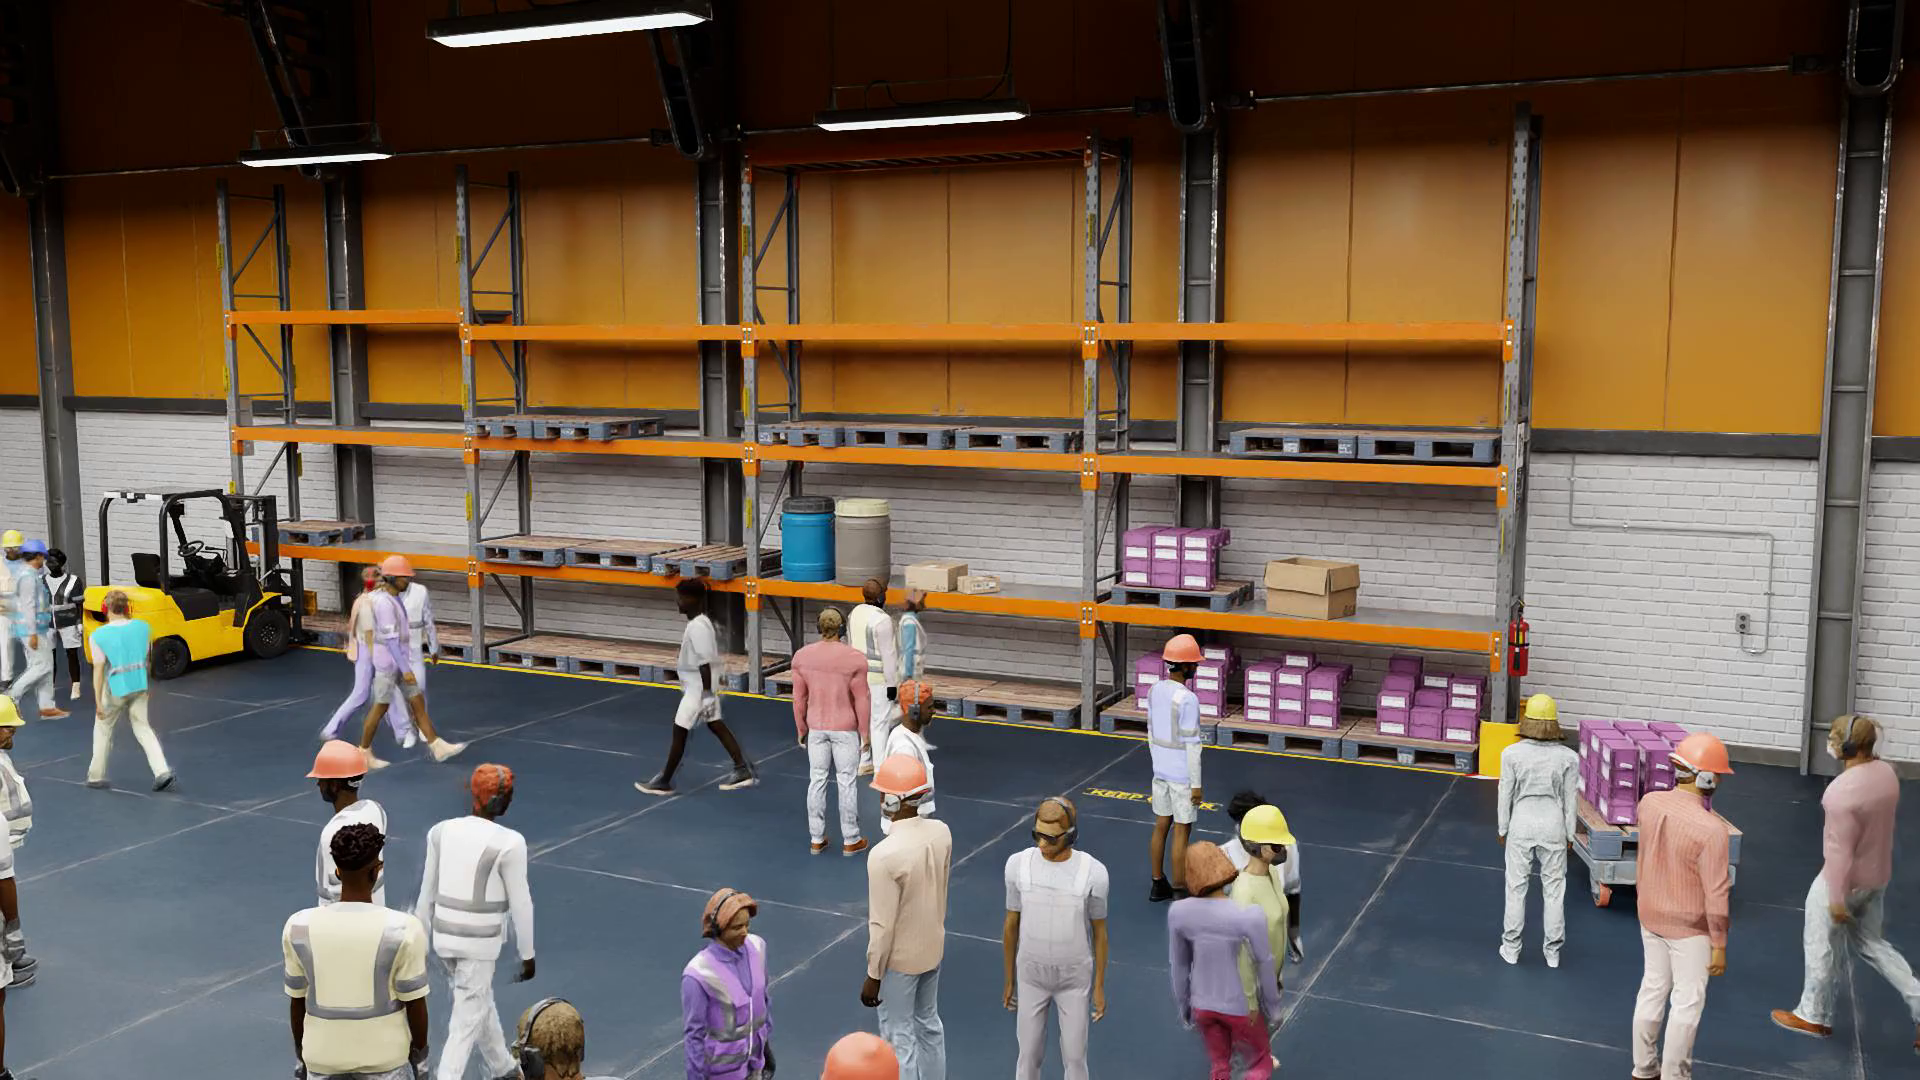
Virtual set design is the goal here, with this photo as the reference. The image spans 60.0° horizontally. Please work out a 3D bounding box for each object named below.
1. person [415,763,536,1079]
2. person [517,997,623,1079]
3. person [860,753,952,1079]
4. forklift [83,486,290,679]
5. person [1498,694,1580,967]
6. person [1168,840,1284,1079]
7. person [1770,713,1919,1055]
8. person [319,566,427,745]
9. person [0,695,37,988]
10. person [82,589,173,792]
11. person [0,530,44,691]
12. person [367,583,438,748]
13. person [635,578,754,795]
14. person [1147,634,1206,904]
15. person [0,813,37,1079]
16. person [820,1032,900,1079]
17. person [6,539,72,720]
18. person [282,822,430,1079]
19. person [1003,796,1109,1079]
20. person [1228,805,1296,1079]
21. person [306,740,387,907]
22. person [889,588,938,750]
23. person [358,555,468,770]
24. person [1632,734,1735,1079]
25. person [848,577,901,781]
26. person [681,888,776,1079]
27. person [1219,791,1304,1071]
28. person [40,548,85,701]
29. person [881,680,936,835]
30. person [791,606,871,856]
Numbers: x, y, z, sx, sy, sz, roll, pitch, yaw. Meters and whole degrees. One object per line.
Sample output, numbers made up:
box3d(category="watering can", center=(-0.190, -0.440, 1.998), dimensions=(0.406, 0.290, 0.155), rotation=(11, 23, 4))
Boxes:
box3d(category="person", center=(-2.450, 2.051, 8.439), dimensions=(0.609, 1.826, 0.985), rotation=(4, 8, 27))
box3d(category="person", center=(-1.249, 2.392, 5.264), dimensions=(0.373, 1.930, 0.637), rotation=(4, 8, 28))
box3d(category="person", center=(-0.268, 2.016, 8.088), dimensions=(0.376, 1.995, 0.612), rotation=(4, 8, 31))
box3d(category="forklift", center=(-9.426, 0.454, 20.179), dimensions=(1.214, 2.155, 2.313), rotation=(3, 8, 26))
box3d(category="person", center=(3.673, 1.840, 10.598), dimensions=(0.484, 1.738, 0.321), rotation=(2, 7, 14))
box3d(category="person", center=(1.268, 2.225, 7.959), dimensions=(0.542, 1.603, 0.337), rotation=(5, 8, 34))
box3d(category="person", center=(5.064, 1.916, 9.281), dimensions=(0.637, 1.913, 0.844), rotation=(-5, 8, -33))
box3d(category="person", center=(-5.745, 1.139, 16.130), dimensions=(0.950, 1.798, 0.577), rotation=(-1, 7, -10))
box3d(category="person", center=(-5.920, 1.846, 10.222), dimensions=(0.403, 1.820, 0.603), rotation=(-4, 8, -31))
box3d(category="person", center=(-7.341, 1.327, 14.615), dimensions=(0.934, 1.805, 0.579), rotation=(4, 8, 31))
box3d(category="person", center=(-10.709, 0.792, 18.878), dimensions=(0.600, 1.829, 0.404), rotation=(-3, 8, -24))
box3d(category="person", center=(-5.421, 1.089, 16.176), dimensions=(0.639, 1.885, 0.466), rotation=(-2, 7, -14))
box3d(category="person", center=(-2.299, 1.275, 14.537), dimensions=(1.033, 1.914, 0.613), rotation=(-1, 7, -6))
box3d(category="person", center=(1.531, 1.616, 11.628), dimensions=(0.359, 1.938, 0.547), rotation=(-4, 8, -27))
box3d(category="person", center=(-5.112, 1.970, 8.580), dimensions=(0.613, 1.965, 0.361), rotation=(1, 7, 10))
box3d(category="person", center=(-0.323, 2.415, 5.190), dimensions=(0.567, 1.902, 0.559), rotation=(-3, 8, -24))
box3d(category="person", center=(-9.654, 0.945, 17.328), dimensions=(0.579, 1.898, 0.650), rotation=(-3, 8, -24))
box3d(category="person", center=(-2.541, 2.163, 7.052), dimensions=(0.598, 1.958, 0.373), rotation=(0, 7, -2))
box3d(category="person", center=(0.453, 2.111, 7.944), dimensions=(0.506, 1.839, 0.351), rotation=(2, 7, 13))
box3d(category="person", center=(1.447, 2.139, 8.012), dimensions=(0.310, 1.769, 0.525), rotation=(3, 8, 24))
box3d(category="person", center=(-3.157, 1.986, 8.570), dimensions=(0.357, 1.936, 0.551), rotation=(0, 7, 2))
box3d(category="person", center=(-0.543, 1.253, 15.952), dimensions=(0.593, 1.620, 0.532), rotation=(0, 7, -2))
box3d(category="person", center=(-5.137, 1.137, 15.367), dimensions=(1.006, 1.990, 0.622), rotation=(-1, 7, -4))
box3d(category="person", center=(3.729, 1.968, 8.564), dimensions=(0.412, 1.980, 0.630), rotation=(-2, 7, -16))
box3d(category="person", center=(-0.750, 1.250, 15.027), dimensions=(0.429, 1.846, 0.633), rotation=(-5, 8, -34))
box3d(category="person", center=(-1.005, 2.301, 7.227), dimensions=(0.321, 1.630, 0.520), rotation=(4, 8, 31))
box3d(category="person", center=(1.532, 2.107, 8.764), dimensions=(0.574, 1.647, 0.681), rotation=(-3, 7, -21))
box3d(category="person", center=(-9.903, 0.930, 18.280), dimensions=(0.530, 1.697, 0.321), rotation=(-1, 7, -11))
box3d(category="person", center=(-0.311, 1.801, 10.347), dimensions=(0.358, 1.880, 0.575), rotation=(0, 7, 0))
box3d(category="person", center=(-0.980, 1.470, 12.828), dimensions=(0.627, 1.940, 0.372), rotation=(2, 7, 15))
